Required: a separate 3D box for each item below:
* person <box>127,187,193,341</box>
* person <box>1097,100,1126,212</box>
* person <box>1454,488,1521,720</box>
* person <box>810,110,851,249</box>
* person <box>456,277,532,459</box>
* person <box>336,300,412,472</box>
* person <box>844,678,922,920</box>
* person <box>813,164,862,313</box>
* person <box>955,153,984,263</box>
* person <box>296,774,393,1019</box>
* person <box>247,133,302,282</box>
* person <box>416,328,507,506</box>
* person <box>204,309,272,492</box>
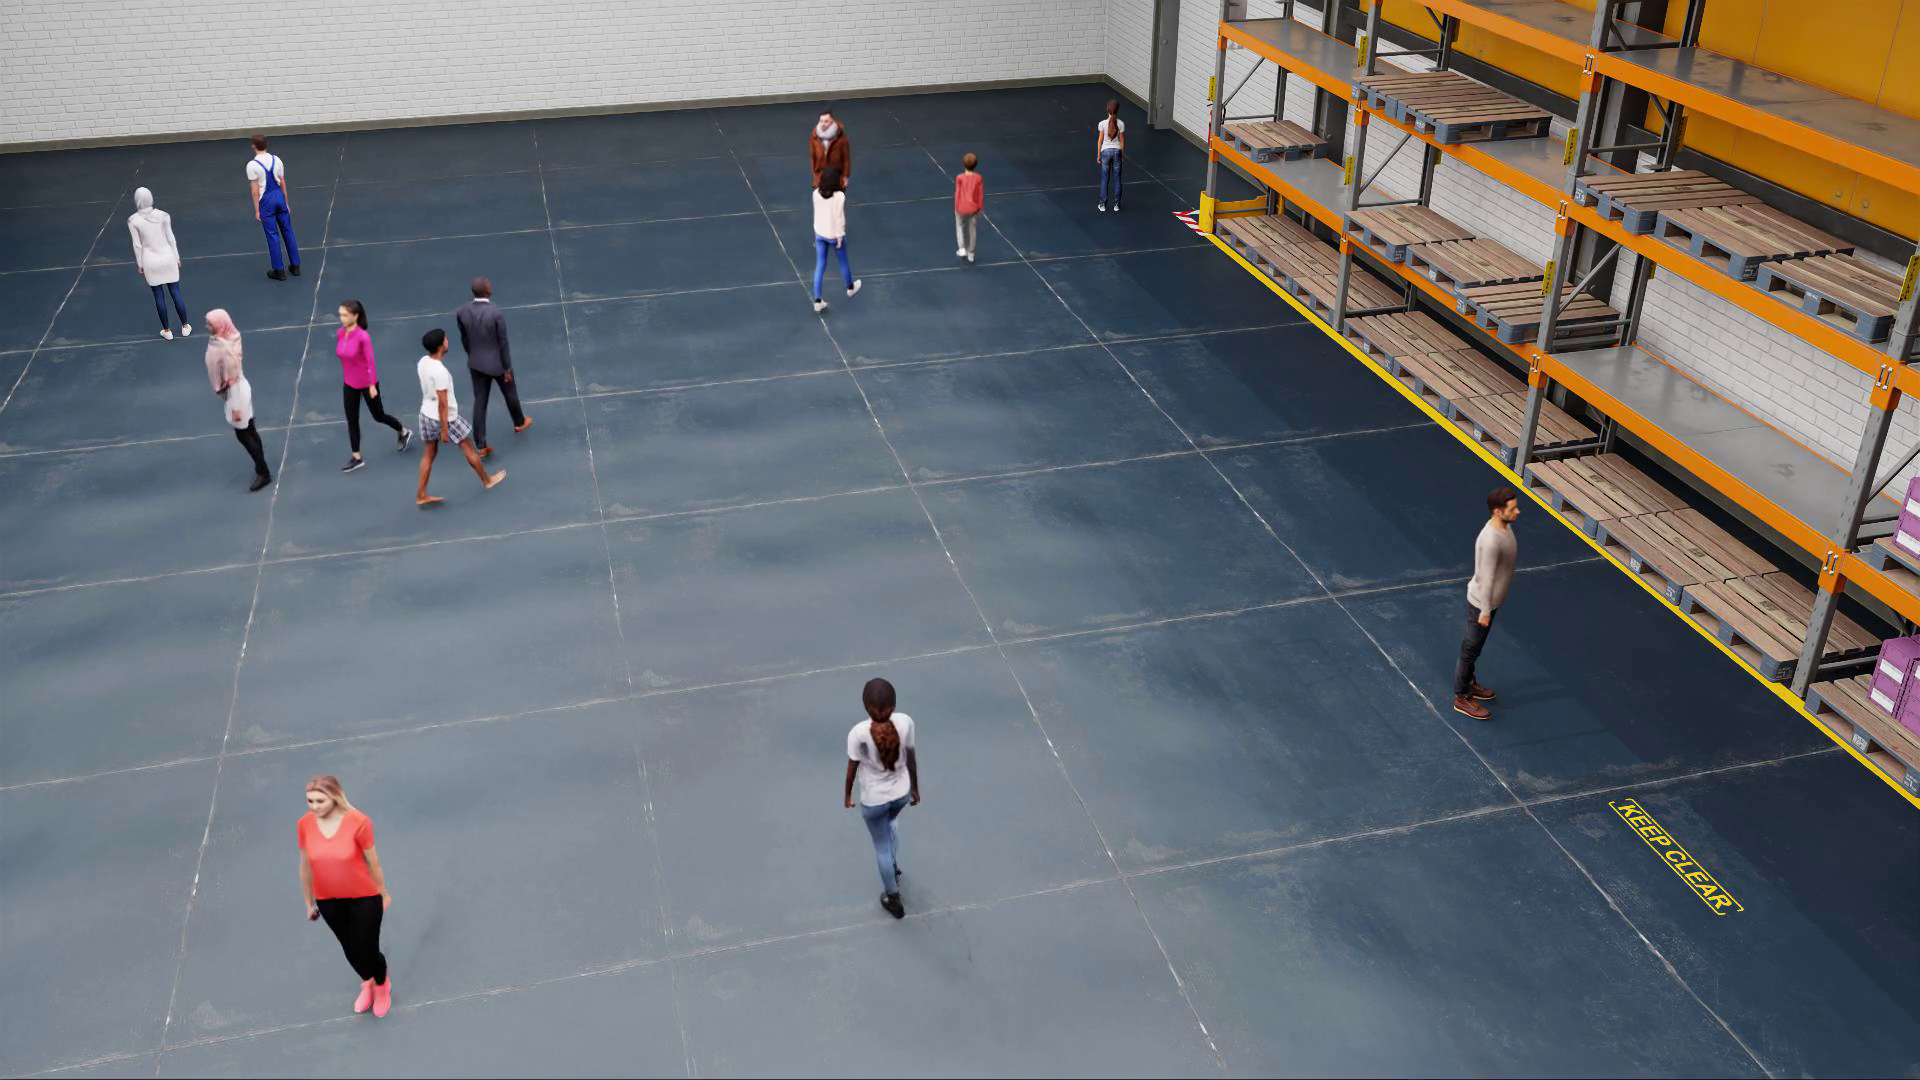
[{"bbox_3d":[-9.235,-3.192,19.180,0.668,1.776,0.625,-17,33,-28],"label":"person"},{"bbox_3d":[2.142,-5.460,23.562,0.593,1.562,0.594,1,29,2],"label":"person"},{"bbox_3d":[3.924,0.439,12.427,0.808,1.867,0.724,12,31,21],"label":"person"},{"bbox_3d":[-1.707,-4.822,22.137,0.903,1.807,1.097,2,29,3],"label":"person"},{"bbox_3d":[-4.675,-1.667,16.383,1.065,1.777,1.306,6,29,11],"label":"person"},{"bbox_3d":[-5.788,-1.543,16.263,0.997,1.674,1.088,13,31,23],"label":"person"},{"bbox_3d":[-0.434,1.646,10.379,0.694,1.711,0.765,-14,32,-24],"label":"person"},{"bbox_3d":[-1.613,-3.580,19.955,1.103,1.715,1.206,13,31,23],"label":"person"},{"bbox_3d":[0.116,-4.295,21.591,0.565,1.404,0.625,-4,29,-7],"label":"person"},{"bbox_3d":[-3.532,2.027,9.714,0.689,1.680,0.702,2,29,3],"label":"person"},{"bbox_3d":[-8.681,-4.219,20.989,0.746,1.847,0.721,23,36,35],"label":"person"},{"bbox_3d":[-4.892,-1.094,15.425,1.077,1.688,1.155,-25,37,-38],"label":"person"},{"bbox_3d":[-6.845,-1.359,15.797,0.799,1.798,0.522,-4,29,-8],"label":"person"}]
